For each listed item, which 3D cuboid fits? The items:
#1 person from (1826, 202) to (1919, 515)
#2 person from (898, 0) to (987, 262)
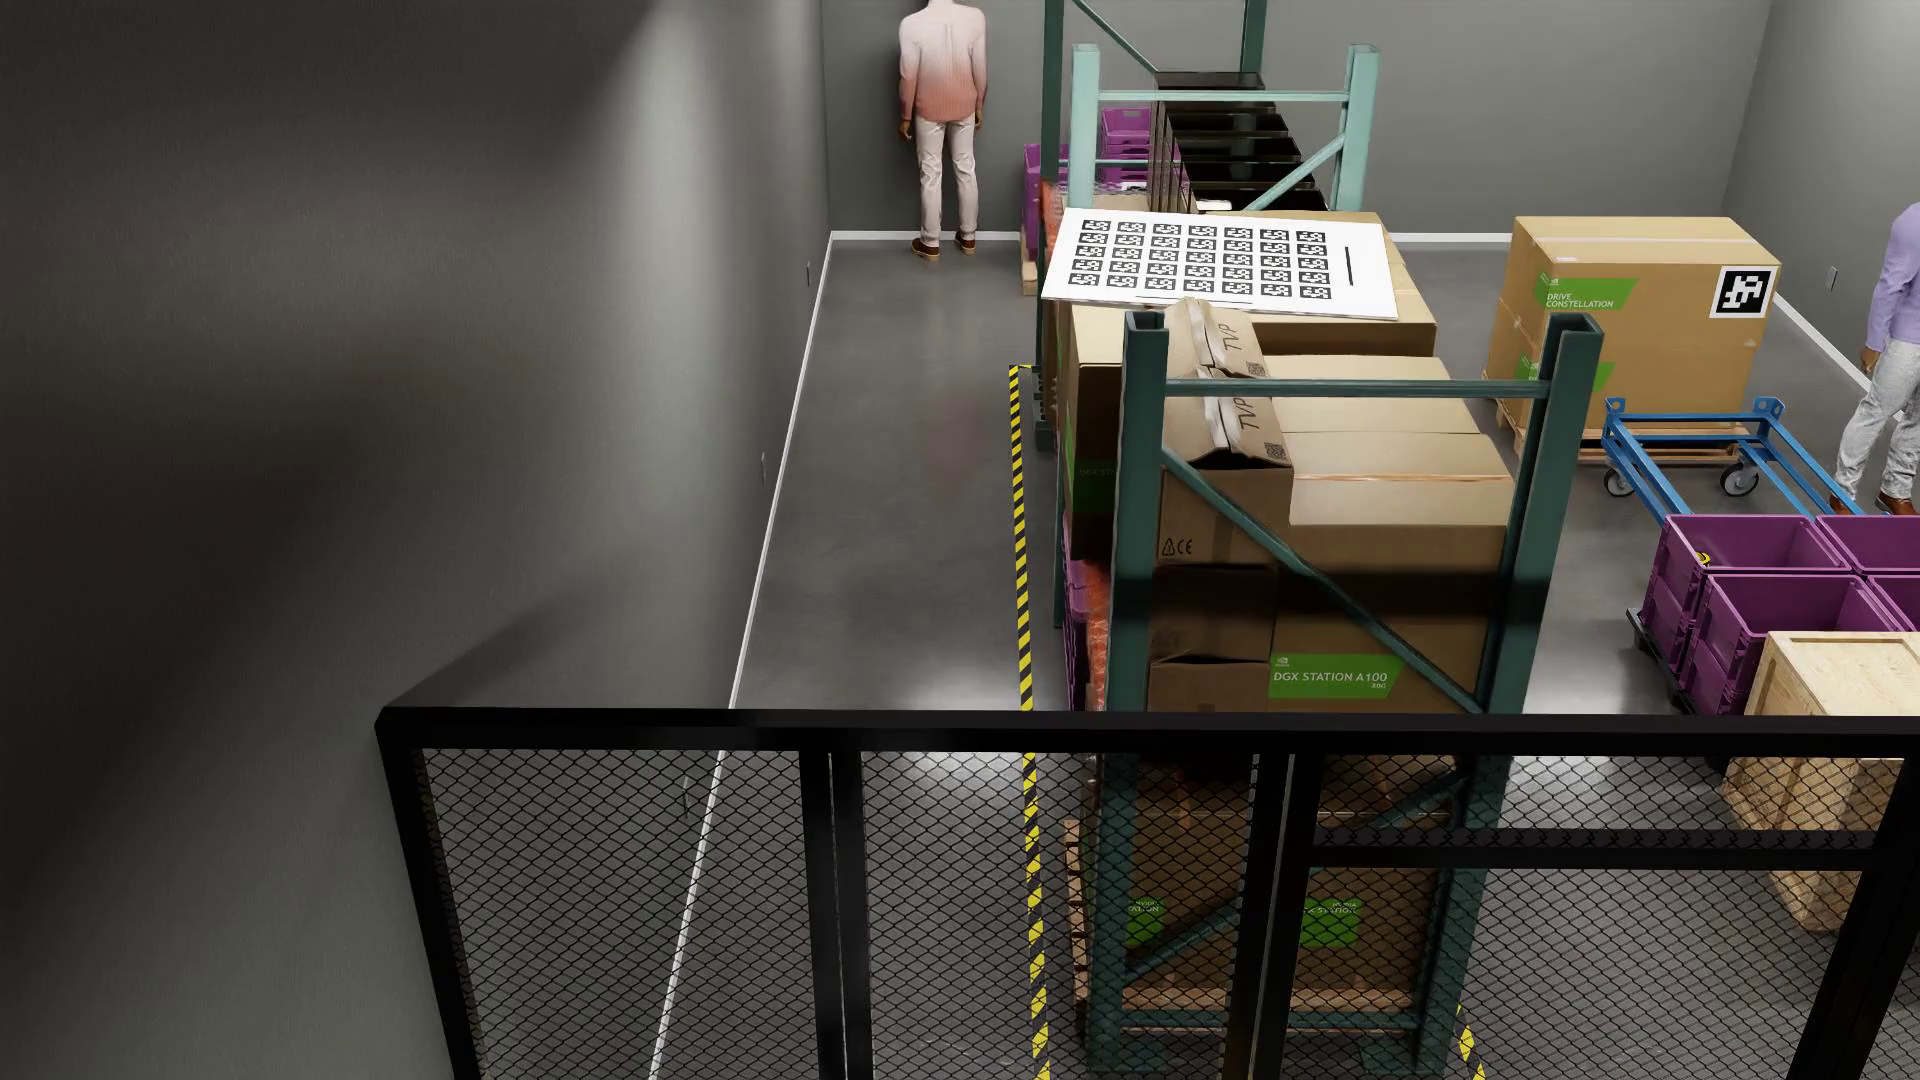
[{"bbox_3d":[4.533,-0.938,7.773,0.635,1.937,0.352,-1,31,-2],"label":"person"},{"bbox_3d":[-0.117,-2.814,10.835,0.609,1.996,0.383,-12,33,-19],"label":"person"}]
